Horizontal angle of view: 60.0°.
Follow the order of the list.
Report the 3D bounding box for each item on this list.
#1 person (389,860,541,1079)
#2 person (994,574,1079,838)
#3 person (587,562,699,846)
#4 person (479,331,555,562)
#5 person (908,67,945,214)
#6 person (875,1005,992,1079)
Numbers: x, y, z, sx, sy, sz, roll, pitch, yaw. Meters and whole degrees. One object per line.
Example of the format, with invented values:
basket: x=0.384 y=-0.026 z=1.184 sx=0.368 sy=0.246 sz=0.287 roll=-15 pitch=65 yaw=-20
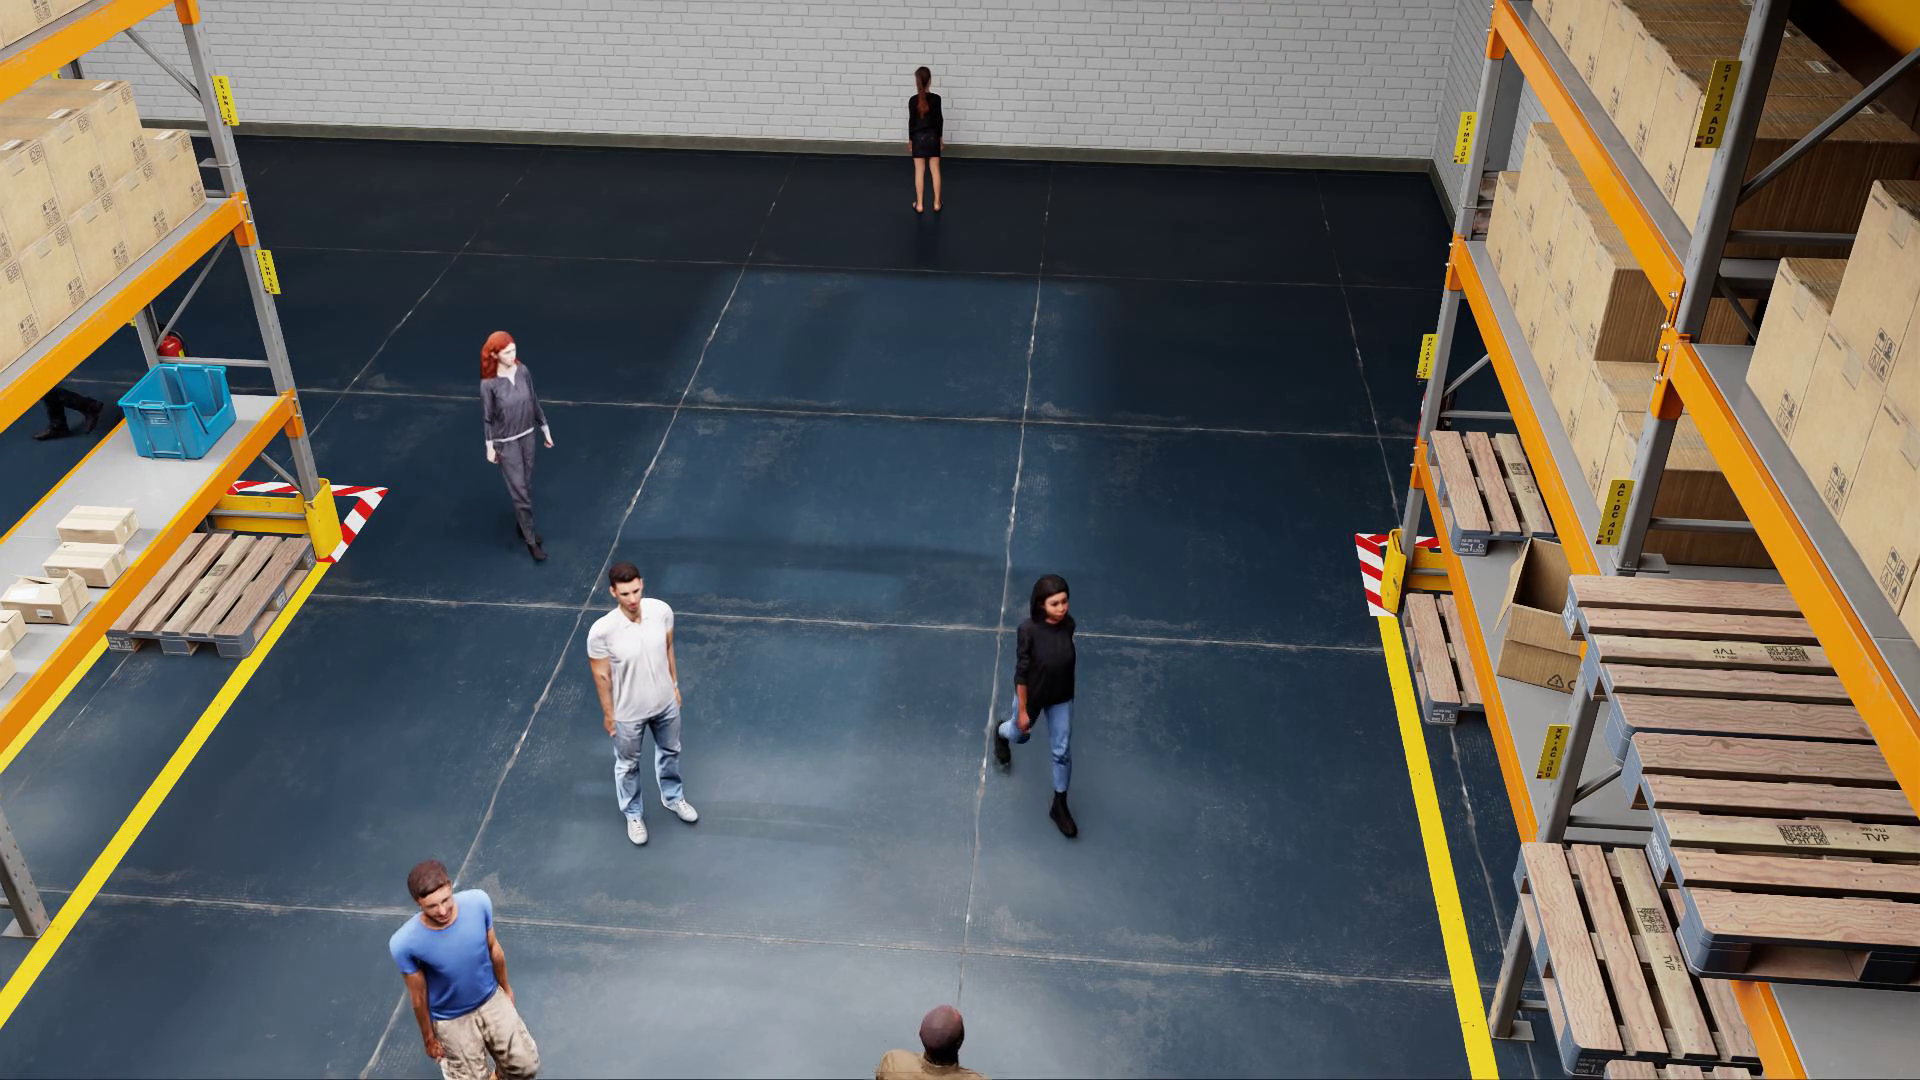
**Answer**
person: x=-2.363 y=2.139 z=7.817 sx=0.804 sy=1.849 sz=0.861 roll=-24 pitch=40 yaw=-31
person: x=0.444 y=0.902 z=9.845 sx=0.891 sy=1.664 sz=1.190 roll=-12 pitch=35 yaw=-17
person: x=-1.843 y=0.916 z=9.641 sx=0.755 sy=1.866 sz=0.787 roll=-20 pitch=39 yaw=-28
person: x=-3.322 y=-0.741 z=12.222 sx=0.855 sy=1.769 sz=0.799 roll=24 pitch=41 yaw=32
person: x=-0.362 y=-4.271 z=17.726 sx=0.585 sy=1.555 sz=0.598 roll=-4 pitch=34 yaw=-6
person: x=-0.133 y=2.709 z=7.010 sx=0.862 sy=1.793 sz=1.156 roll=8 pitch=34 yaw=12
